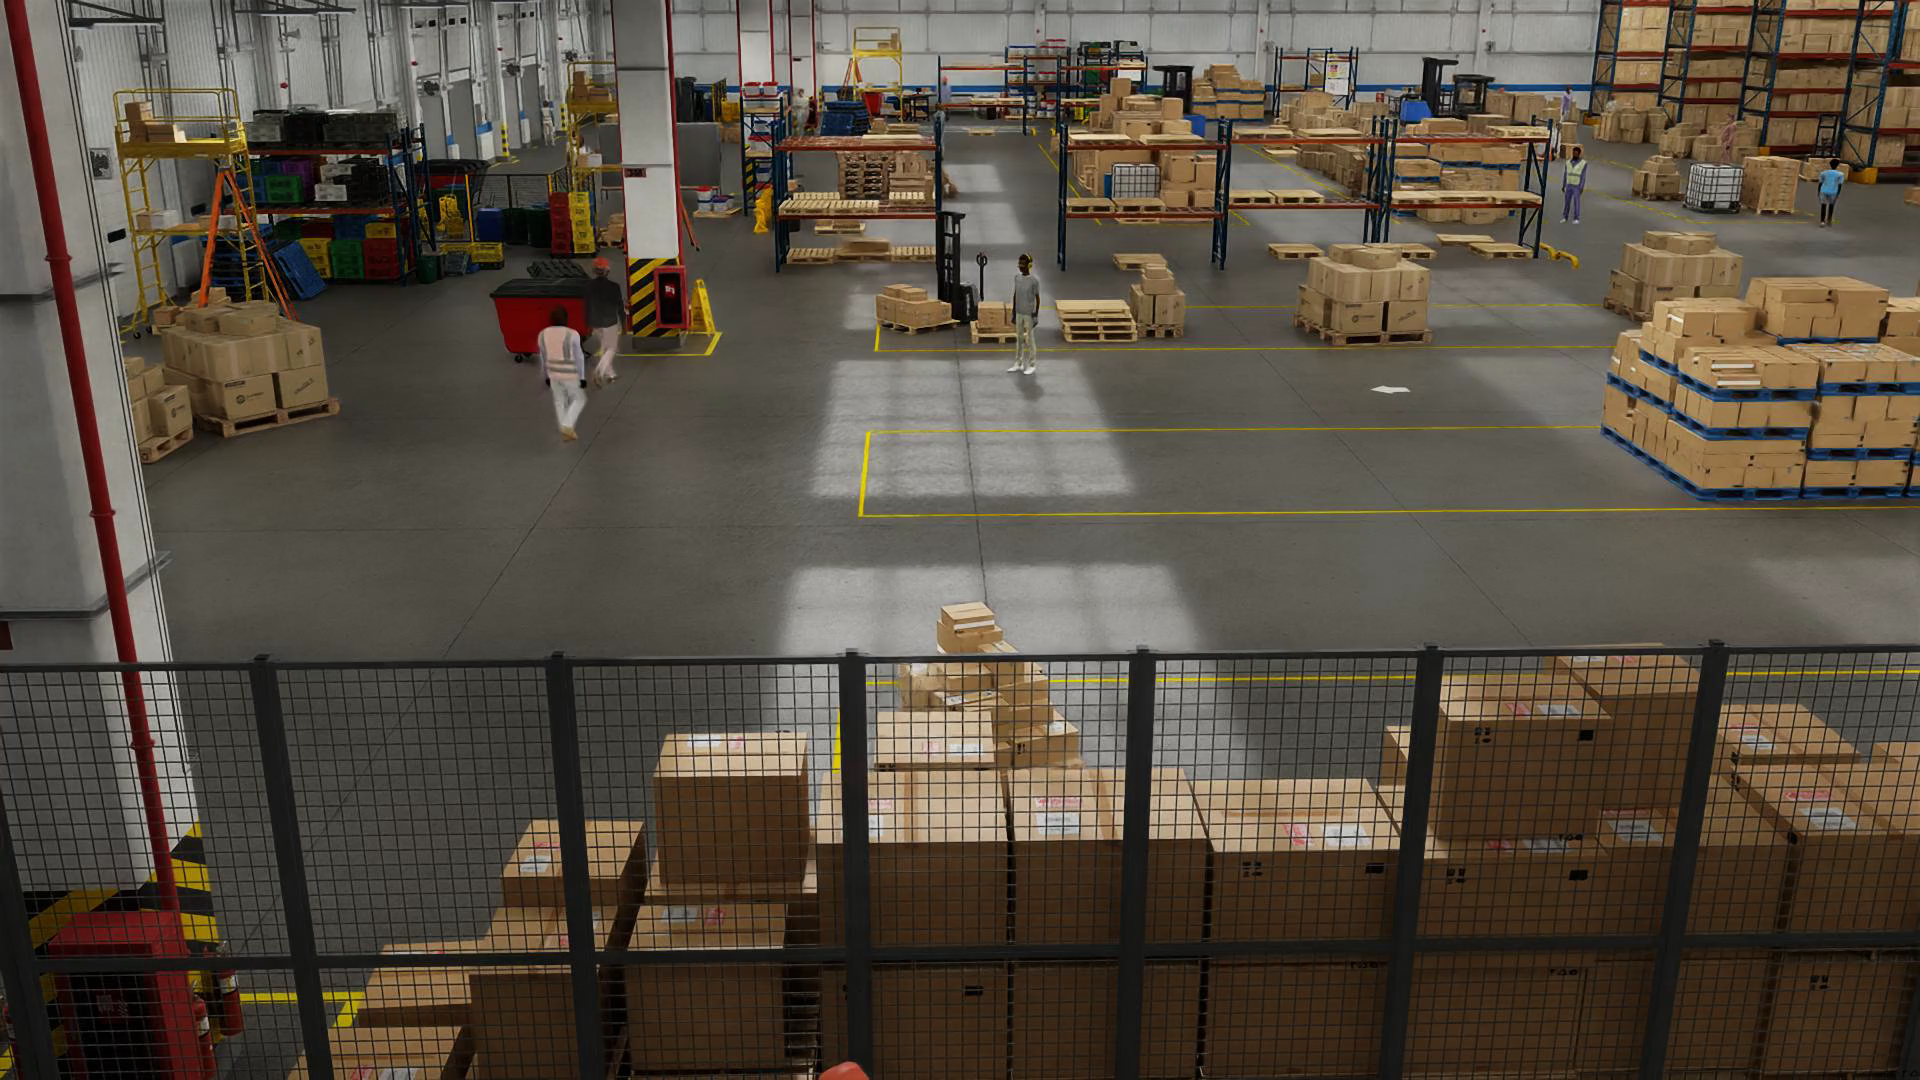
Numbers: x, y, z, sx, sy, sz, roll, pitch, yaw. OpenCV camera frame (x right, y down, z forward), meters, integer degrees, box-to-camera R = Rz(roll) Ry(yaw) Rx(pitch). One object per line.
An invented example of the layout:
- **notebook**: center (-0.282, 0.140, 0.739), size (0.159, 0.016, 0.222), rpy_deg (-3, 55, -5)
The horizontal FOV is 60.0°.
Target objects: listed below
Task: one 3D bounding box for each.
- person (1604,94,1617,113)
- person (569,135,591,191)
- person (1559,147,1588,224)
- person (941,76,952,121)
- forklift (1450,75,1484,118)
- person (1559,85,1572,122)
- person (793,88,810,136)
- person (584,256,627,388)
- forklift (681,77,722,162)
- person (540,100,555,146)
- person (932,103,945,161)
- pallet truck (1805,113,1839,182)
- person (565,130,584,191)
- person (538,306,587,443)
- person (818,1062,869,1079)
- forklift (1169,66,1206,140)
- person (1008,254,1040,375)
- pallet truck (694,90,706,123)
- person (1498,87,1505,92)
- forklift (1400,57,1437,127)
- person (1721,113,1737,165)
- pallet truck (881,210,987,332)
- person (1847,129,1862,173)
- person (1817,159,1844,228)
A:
- **person**: center (25.374, -16.611, 65.088), size (0.644, 1.610, 0.530), rpy_deg (-5, 19, -15)
- **person**: center (-10.370, -10.138, 45.518), size (0.649, 1.868, 0.552), rpy_deg (-6, 20, -18)
- **person**: center (15.452, -8.925, 41.856), size (0.389, 1.908, 0.584), rpy_deg (-16, 24, -39)
- **person**: center (-0.664, -19.157, 72.194), size (0.574, 1.914, 0.591), rpy_deg (-6, 20, -18)
- **forklift**: center (17.159, -14.386, 56.549), size (1.129, 2.768, 1.873), rpy_deg (-1, 19, -2)
- **person**: center (23.790, -16.853, 65.319), size (0.371, 1.941, 0.627), rpy_deg (16, 24, 40)
- **person**: center (-6.047, -16.341, 63.832), size (0.627, 1.912, 0.691), rpy_deg (-10, 21, -28)
- **person**: center (-5.357, -3.255, 24.938), size (0.625, 1.966, 0.816), rpy_deg (7, 20, 21)
- **forklift**: center (-8.926, -13.867, 55.007), size (1.873, 2.768, 1.129), rpy_deg (-1, 19, -1)
- **person**: center (-15.254, -15.413, 61.509), size (0.514, 1.639, 0.309), rpy_deg (0, 19, 0)
- **person**: center (-0.736, -13.787, 56.225), size (0.372, 1.940, 0.631), rpy_deg (10, 21, 27)
- **pallet truck**: center (26.403, -11.957, 50.702), size (0.823, 1.965, 1.885), rpy_deg (6, 19, 16)
- **person**: center (-10.884, -10.666, 47.109), size (0.517, 1.843, 0.325), rpy_deg (-5, 19, -14)
- **person**: center (-5.210, -2.169, 21.916), size (0.648, 1.832, 0.436), rpy_deg (7, 20, 19)
- **person**: center (-0.459, 2.942, 6.611), size (0.543, 1.928, 0.370), rpy_deg (9, 21, 25)
- **forklift**: center (8.249, -16.284, 62.179), size (1.129, 2.768, 1.873), rpy_deg (-12, 22, -32)
- **person**: center (0.998, -3.507, 25.833), size (0.508, 1.872, 0.329), rpy_deg (14, 23, 36)
- **pallet truck**: center (-9.671, -15.907, 62.421), size (0.823, 1.965, 1.885), rpy_deg (5, 19, 15)
- **person**: center (20.596, -16.289, 63.585), size (0.632, 1.973, 0.689), rpy_deg (17, 25, 41)
- **forklift**: center (19.315, -18.501, 68.754), size (1.873, 2.768, 1.129), rpy_deg (-1, 19, -1)
- **person**: center (24.218, -12.517, 52.507), size (0.411, 1.908, 0.643), rpy_deg (4, 19, 11)
- **pallet truck**: center (-0.493, -4.759, 29.349), size (1.885, 1.965, 0.823), rpy_deg (-13, 23, -34)
- **person**: center (28.197, -12.502, 52.463), size (1.024, 1.918, 0.608), rpy_deg (-4, 19, -12)
- **person**: center (21.629, -8.641, 41.406), size (0.540, 1.645, 0.884), rpy_deg (8, 20, 21)
